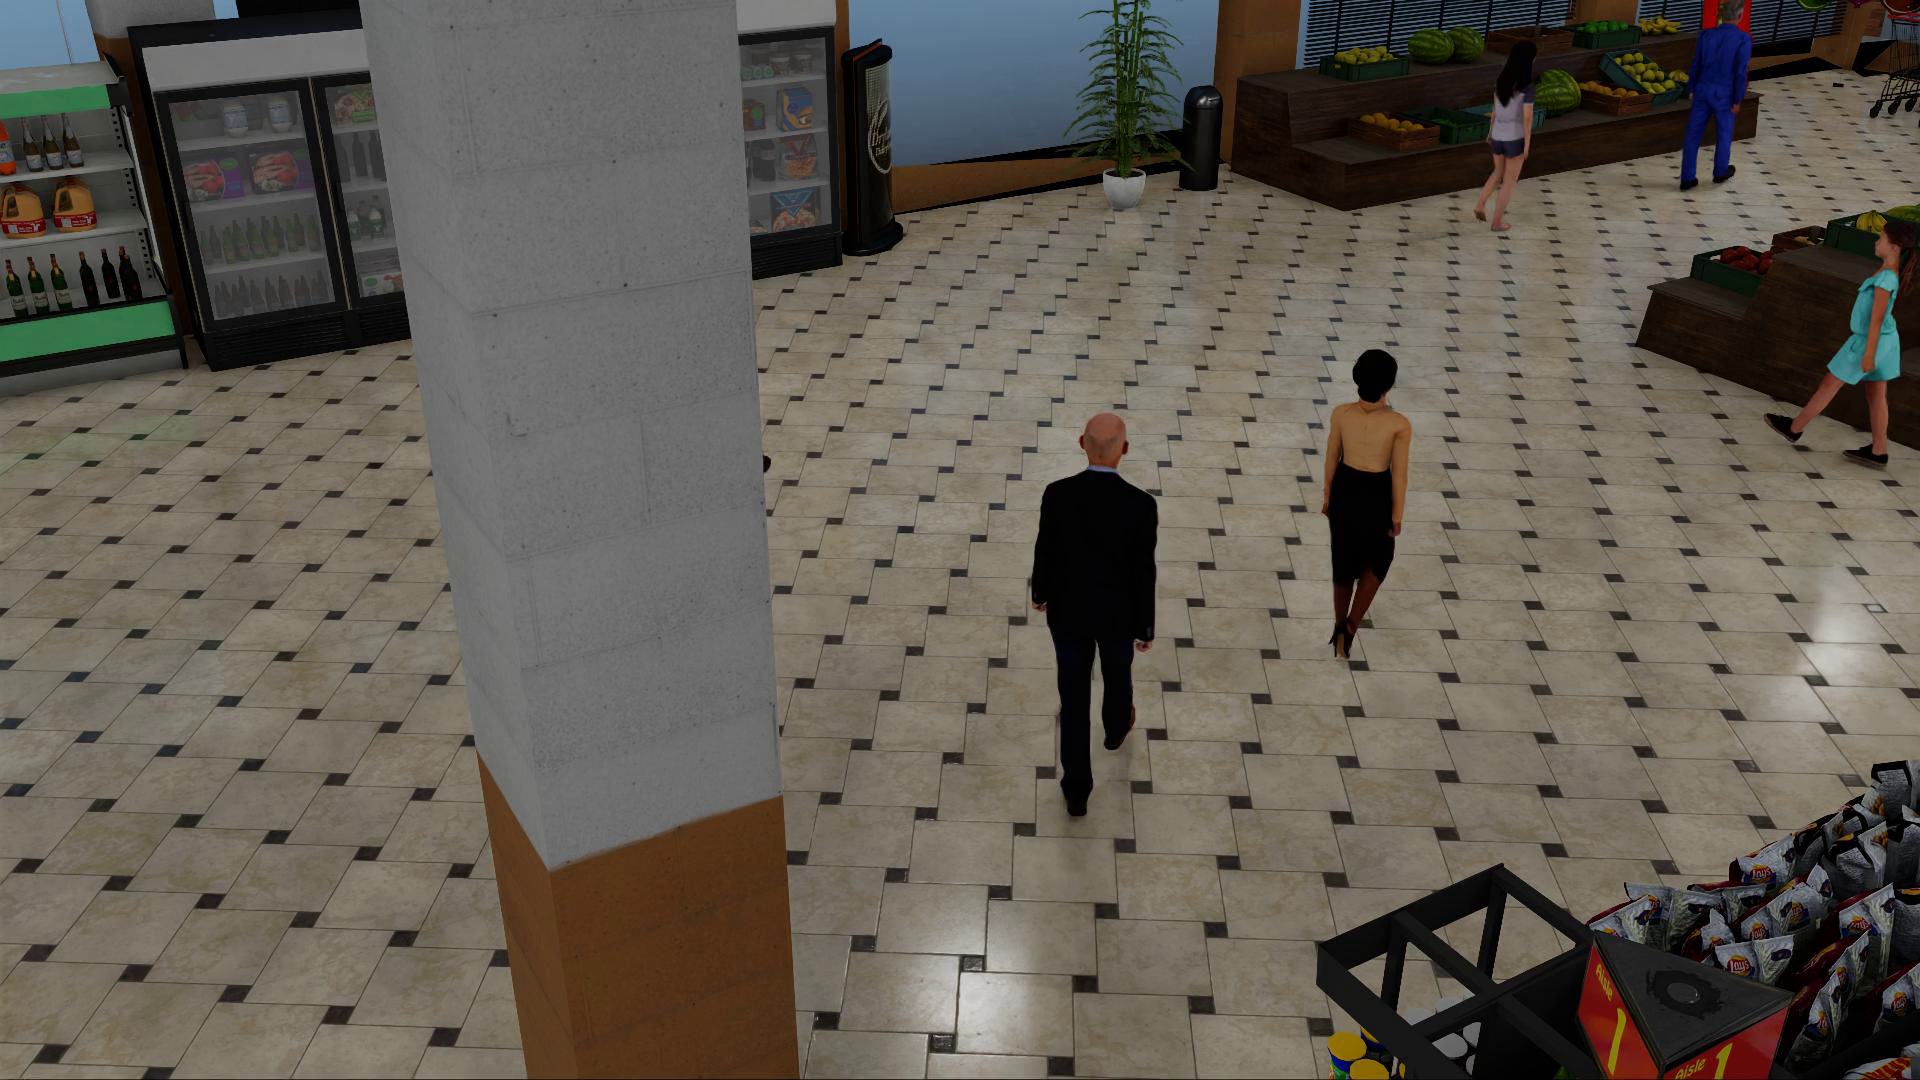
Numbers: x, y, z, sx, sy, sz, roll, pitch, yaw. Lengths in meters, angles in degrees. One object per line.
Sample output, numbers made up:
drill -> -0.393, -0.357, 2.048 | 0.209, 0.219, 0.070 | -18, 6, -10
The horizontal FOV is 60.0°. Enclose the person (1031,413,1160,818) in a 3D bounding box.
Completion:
person -> 0.549, 0.363, 6.998 | 1.109, 1.767, 1.139 | 4, 27, 8

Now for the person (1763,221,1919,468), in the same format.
person -> 5.727, -1.180, 10.310 | 0.973, 1.525, 0.754 | -23, 35, -37

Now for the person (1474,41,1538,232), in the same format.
person -> 4.843, -3.583, 14.864 | 0.622, 1.690, 0.594 | -15, 31, -27

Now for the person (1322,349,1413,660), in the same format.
person -> 1.911, -0.113, 8.073 | 0.749, 1.644, 0.837 | 15, 30, 27

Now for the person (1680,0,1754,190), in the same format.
person -> 7.289, -4.298, 16.146 | 0.917, 1.806, 1.071 | 24, 36, 39
